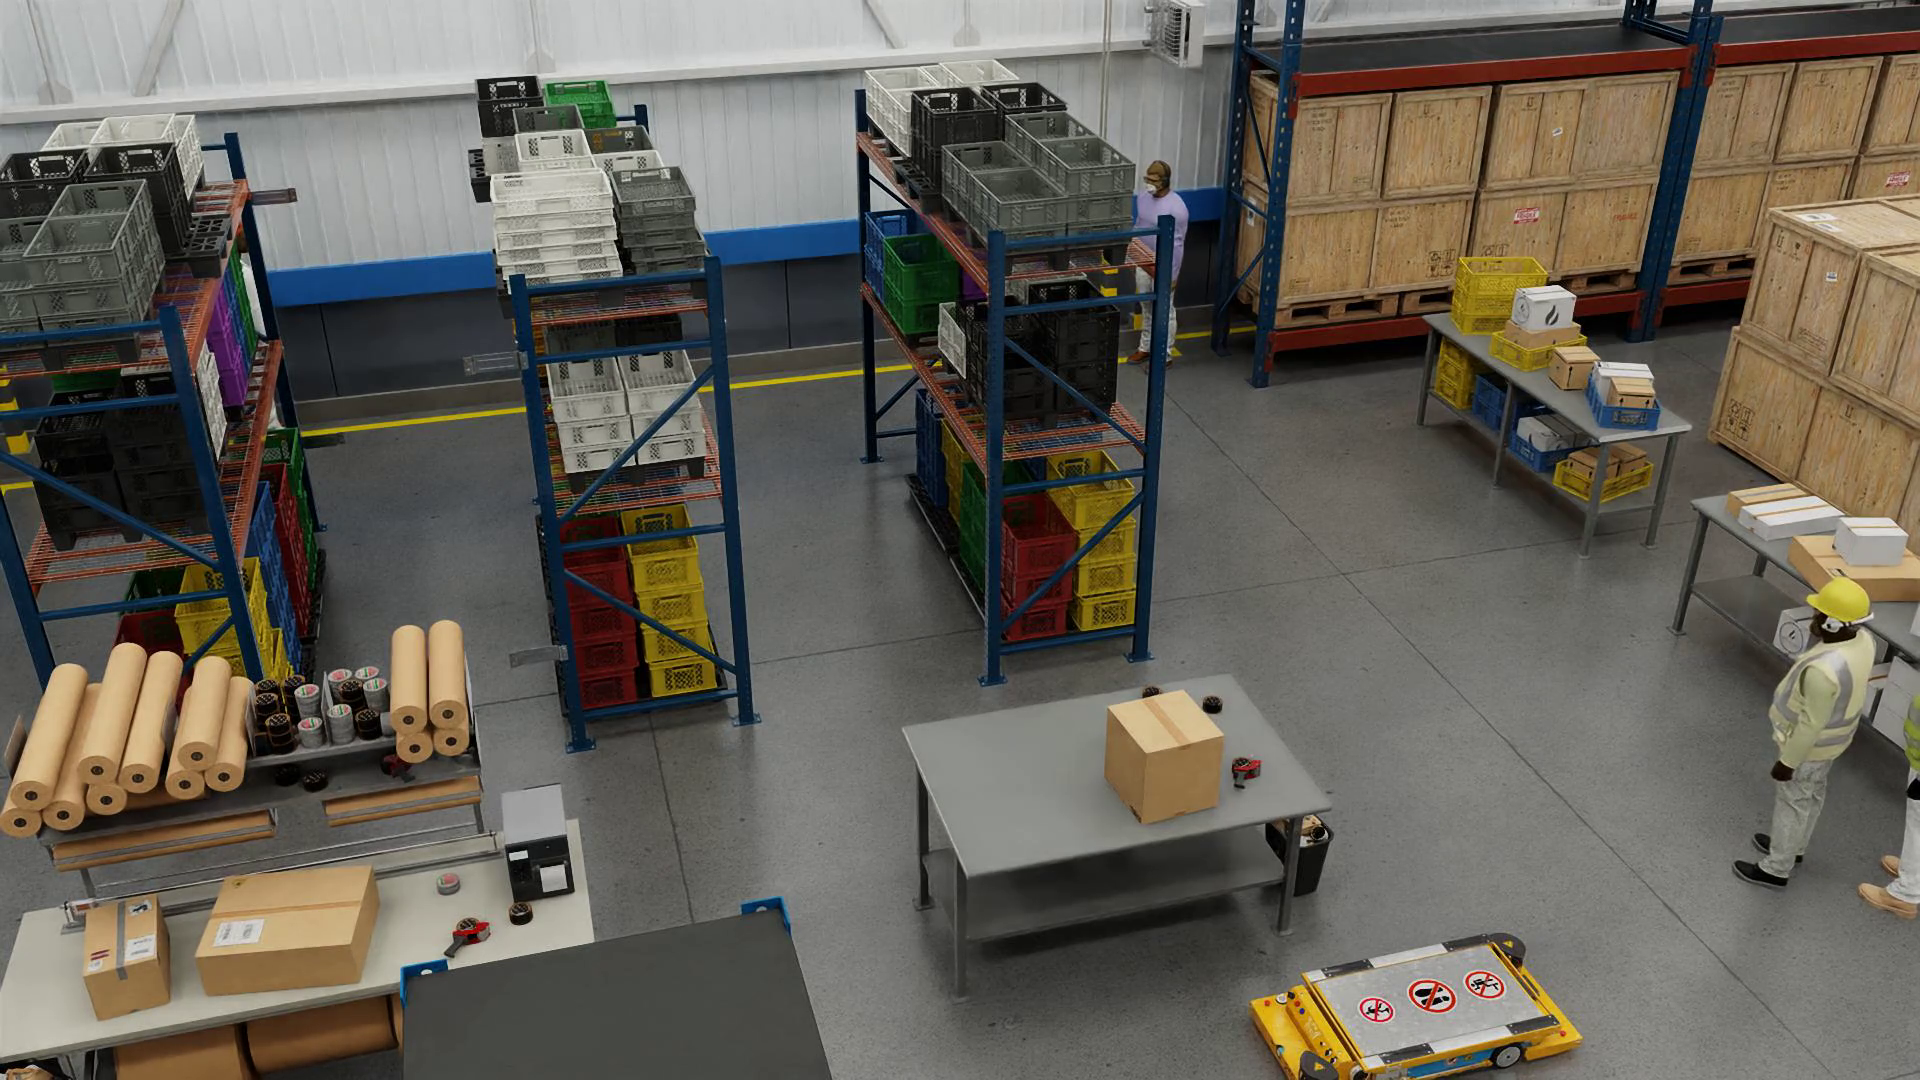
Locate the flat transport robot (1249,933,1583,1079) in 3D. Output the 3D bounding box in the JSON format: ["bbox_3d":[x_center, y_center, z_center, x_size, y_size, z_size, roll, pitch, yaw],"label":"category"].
[{"bbox_3d":[2.184,2.282,7.980,1.431,0.197,0.652,-8,30,-14],"label":"flat transport robot"}]

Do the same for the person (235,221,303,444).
[{"bbox_3d":[-5.784,-1.684,13.536,0.576,1.883,0.362,25,37,37],"label":"person"}]

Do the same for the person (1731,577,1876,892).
[{"bbox_3d":[4.421,1.014,8.676,0.591,1.833,0.404,-26,38,-38],"label":"person"}]

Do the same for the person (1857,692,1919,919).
[{"bbox_3d":[5.036,1.102,8.509,0.633,1.841,0.429,-23,36,-36],"label":"person"}]

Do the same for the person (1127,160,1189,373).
[{"bbox_3d":[1.765,-2.452,14.886,0.370,1.933,0.626,-17,33,-29],"label":"person"}]
